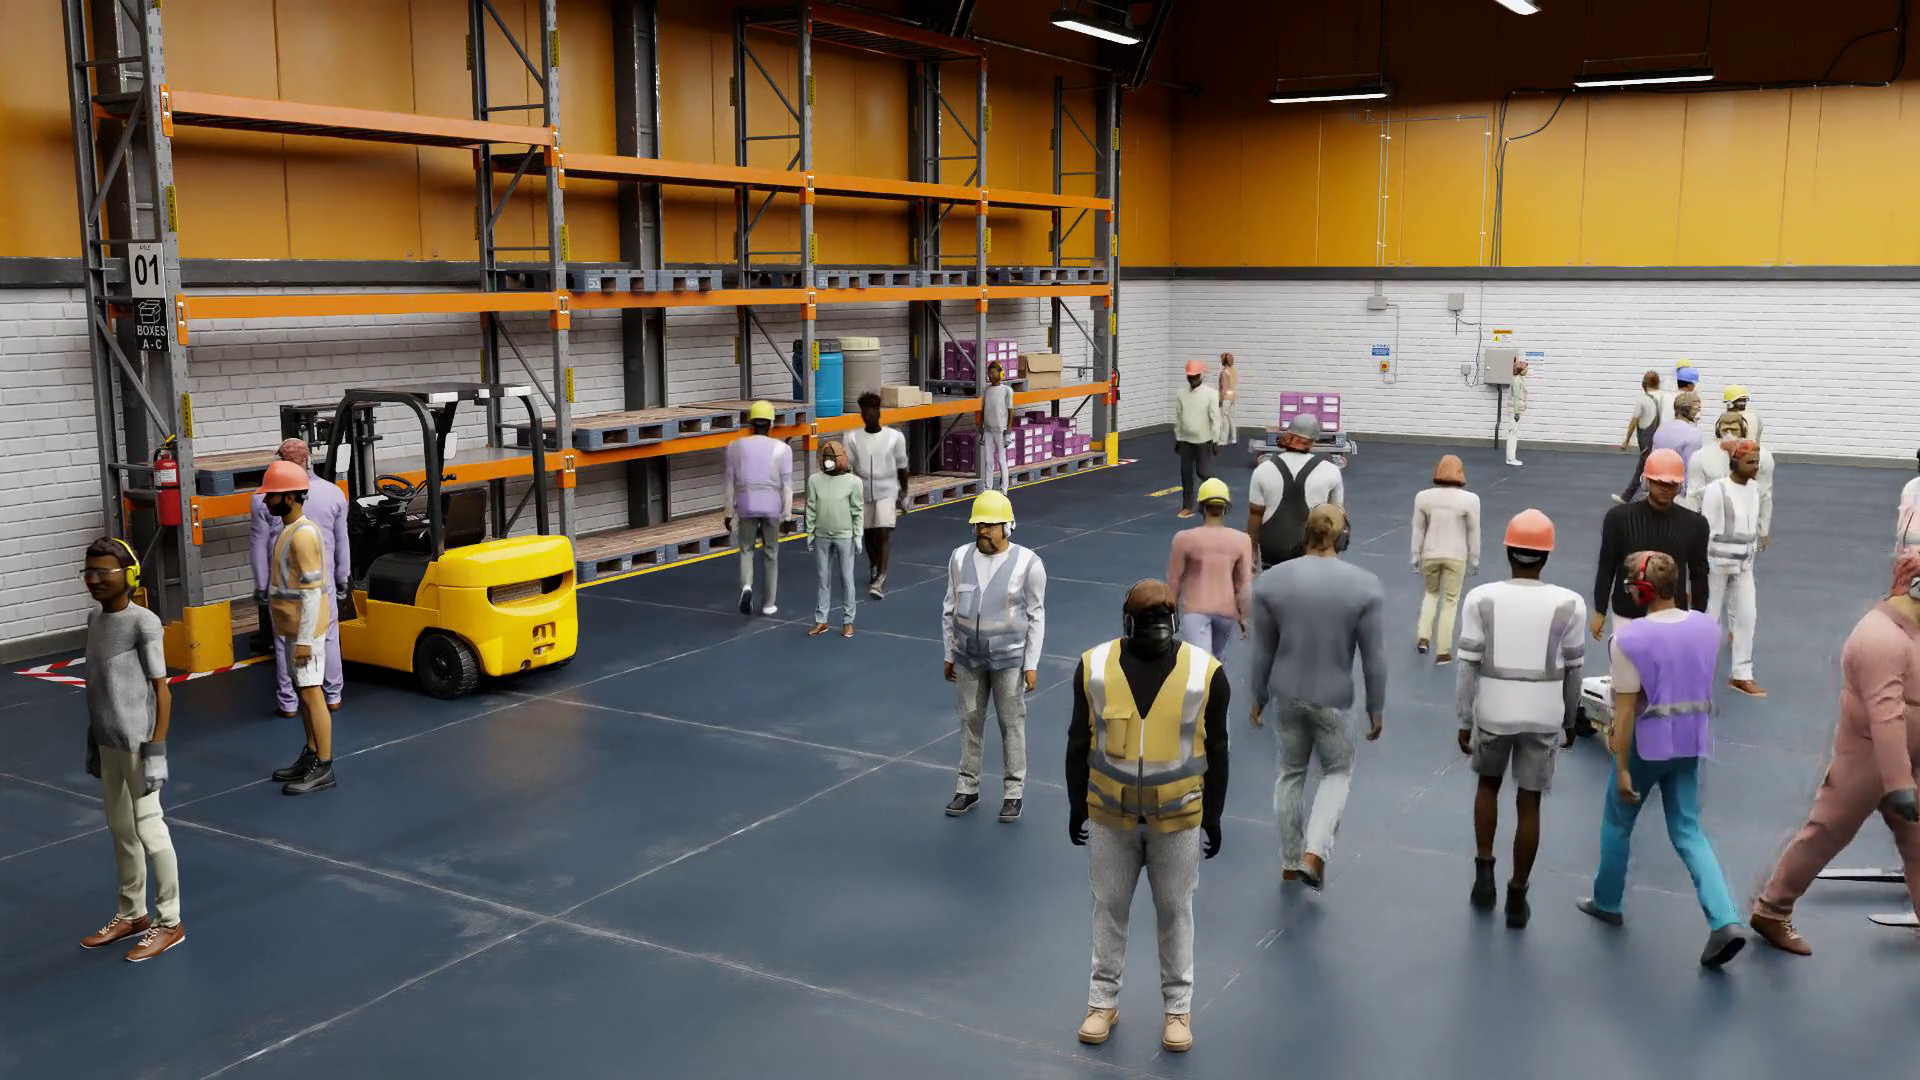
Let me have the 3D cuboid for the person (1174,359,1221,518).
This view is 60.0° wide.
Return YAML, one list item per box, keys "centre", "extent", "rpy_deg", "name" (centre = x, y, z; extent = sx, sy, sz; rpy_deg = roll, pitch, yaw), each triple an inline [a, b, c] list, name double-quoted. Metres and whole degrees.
- centre: [2.959, -1.263, 20.582]
  extent: [0.624, 1.974, 0.645]
  rpy_deg: [7, 12, 39]
  name: "person"

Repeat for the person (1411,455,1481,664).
- centre: [3.752, 0.153, 12.857]
  extent: [0.500, 1.619, 0.396]
  rpy_deg: [6, 11, 33]
  name: "person"

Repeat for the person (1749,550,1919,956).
- centre: [3.969, 0.957, 7.148]
  extent: [0.665, 1.847, 1.032]
  rpy_deg: [-8, 12, -40]
  name: "person"

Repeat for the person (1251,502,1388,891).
- centre: [1.704, 0.779, 8.009]
  extent: [0.674, 1.917, 0.536]
  rpy_deg: [5, 10, 28]
  name: "person"

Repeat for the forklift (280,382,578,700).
- centre: [-3.974, -0.067, 12.417]
  extent: [2.313, 2.155, 1.214]
  rpy_deg: [5, 11, 30]
  name: "forklift"

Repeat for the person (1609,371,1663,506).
- centre: [8.595, -1.217, 20.849]
  extent: [0.494, 1.780, 0.976]
  rpy_deg: [-5, 10, -27]
  name: "person"

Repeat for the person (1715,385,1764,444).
- centre: [8.303, -0.755, 17.872]
  extent: [0.589, 1.822, 0.403]
  rpy_deg: [-4, 10, -24]
  name: "person"

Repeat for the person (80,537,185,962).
- centre: [-3.687, 0.910, 7.326]
  extent: [0.530, 1.873, 0.323]
  rpy_deg: [5, 10, 30]
  name: "person"

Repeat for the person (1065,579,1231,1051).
- centre: [0.718, 1.062, 6.468]
  extent: [0.633, 1.843, 0.429]
  rpy_deg: [2, 9, 12]
  name: "person"

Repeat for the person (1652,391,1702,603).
- centre: [6.586, -0.400, 15.297]
  extent: [0.376, 1.937, 0.629]
  rpy_deg: [-2, 9, -9]
  name: "person"

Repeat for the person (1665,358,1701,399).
- centre: [10.631, -1.798, 24.551]
  extent: [0.534, 1.767, 0.320]
  rpy_deg: [0, 9, 0]
  name: "person"

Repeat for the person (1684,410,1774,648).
- centre: [6.144, -0.075, 13.335]
  extent: [0.636, 1.914, 0.674]
  rpy_deg: [5, 10, 28]
  name: "person"

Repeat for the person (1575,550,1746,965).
- centre: [3.130, 0.944, 7.357]
  extent: [0.573, 1.798, 0.919]
  rpy_deg: [-2, 9, -15]
  name: "person"

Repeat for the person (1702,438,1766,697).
- centre: [5.490, 0.165, 12.070]
  extent: [0.613, 1.854, 0.827]
  rpy_deg: [-4, 10, -24]
  name: "person"

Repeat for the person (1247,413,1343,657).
- centre: [2.530, -0.015, 12.569]
  extent: [0.686, 2.000, 1.097]
  rpy_deg: [2, 9, 15]
  name: "person"

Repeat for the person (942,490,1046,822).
- centre: [0.168, 0.634, 9.167]
  extent: [0.590, 1.833, 0.404]
  rpy_deg: [4, 10, 22]
  name: "person"

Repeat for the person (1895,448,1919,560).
- centre: [7.110, 0.177, 12.096]
  extent: [0.830, 1.816, 0.632]
  rpy_deg: [-2, 9, -12]
  name: "person"

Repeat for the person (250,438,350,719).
- centre: [-4.489, 0.255, 11.336]
  extent: [0.636, 1.900, 0.403]
  rpy_deg: [-7, 12, -38]
  name: "person"

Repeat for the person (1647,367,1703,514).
- centre: [8.648, -1.129, 19.982]
  extent: [1.018, 1.883, 0.619]
  rpy_deg: [-5, 10, -29]
  name: "person"

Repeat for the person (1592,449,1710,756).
- centre: [4.129, 0.433, 9.951]
  extent: [0.642, 1.981, 0.470]
  rpy_deg: [2, 9, 13]
  name: "person"

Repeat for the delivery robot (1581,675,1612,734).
- centre: [4.344, 0.989, 10.636]
  extent: [0.707, 0.478, 0.477]
  rpy_deg: [-3, 9, -17]
  name: "delivery robot"

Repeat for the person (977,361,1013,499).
- centre: [0.451, -1.407, 21.783]
  extent: [0.513, 1.875, 0.328]
  rpy_deg: [6, 11, 32]
  name: "person"

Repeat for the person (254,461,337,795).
- centre: [-3.854, 0.503, 9.655]
  extent: [0.357, 1.937, 0.551]
  rpy_deg: [-5, 10, -30]
  name: "person"

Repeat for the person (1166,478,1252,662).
- centre: [1.594, 0.470, 10.607]
  extent: [0.536, 1.721, 0.942]
  rpy_deg: [-1, 9, -9]
  name: "person"

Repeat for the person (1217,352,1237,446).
- centre: [4.680, -2.468, 29.137]
  extent: [0.308, 1.640, 0.518]
  rpy_deg: [5, 11, 30]
  name: "person"

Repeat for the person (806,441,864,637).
- centre: [-1.042, -0.010, 13.800]
  extent: [0.498, 1.634, 0.282]
  rpy_deg: [3, 9, 16]
  name: "person"

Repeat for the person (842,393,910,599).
- centre: [-0.809, -0.427, 15.593]
  extent: [0.617, 1.899, 1.032]
  rpy_deg: [1, 9, 8]
  name: "person"

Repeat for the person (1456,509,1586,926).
- centre: [2.611, 0.814, 7.776]
  extent: [0.556, 1.920, 0.562]
  rpy_deg: [4, 10, 21]
  name: "person"

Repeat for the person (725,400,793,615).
- centre: [-1.761, -0.262, 14.543]
  extent: [0.615, 1.904, 0.617]
  rpy_deg: [0, 9, 0]
  name: "person"

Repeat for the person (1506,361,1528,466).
- centre: [8.760, -1.992, 26.156]
  extent: [0.314, 1.639, 0.517]
  rpy_deg: [4, 10, 21]
  name: "person"
